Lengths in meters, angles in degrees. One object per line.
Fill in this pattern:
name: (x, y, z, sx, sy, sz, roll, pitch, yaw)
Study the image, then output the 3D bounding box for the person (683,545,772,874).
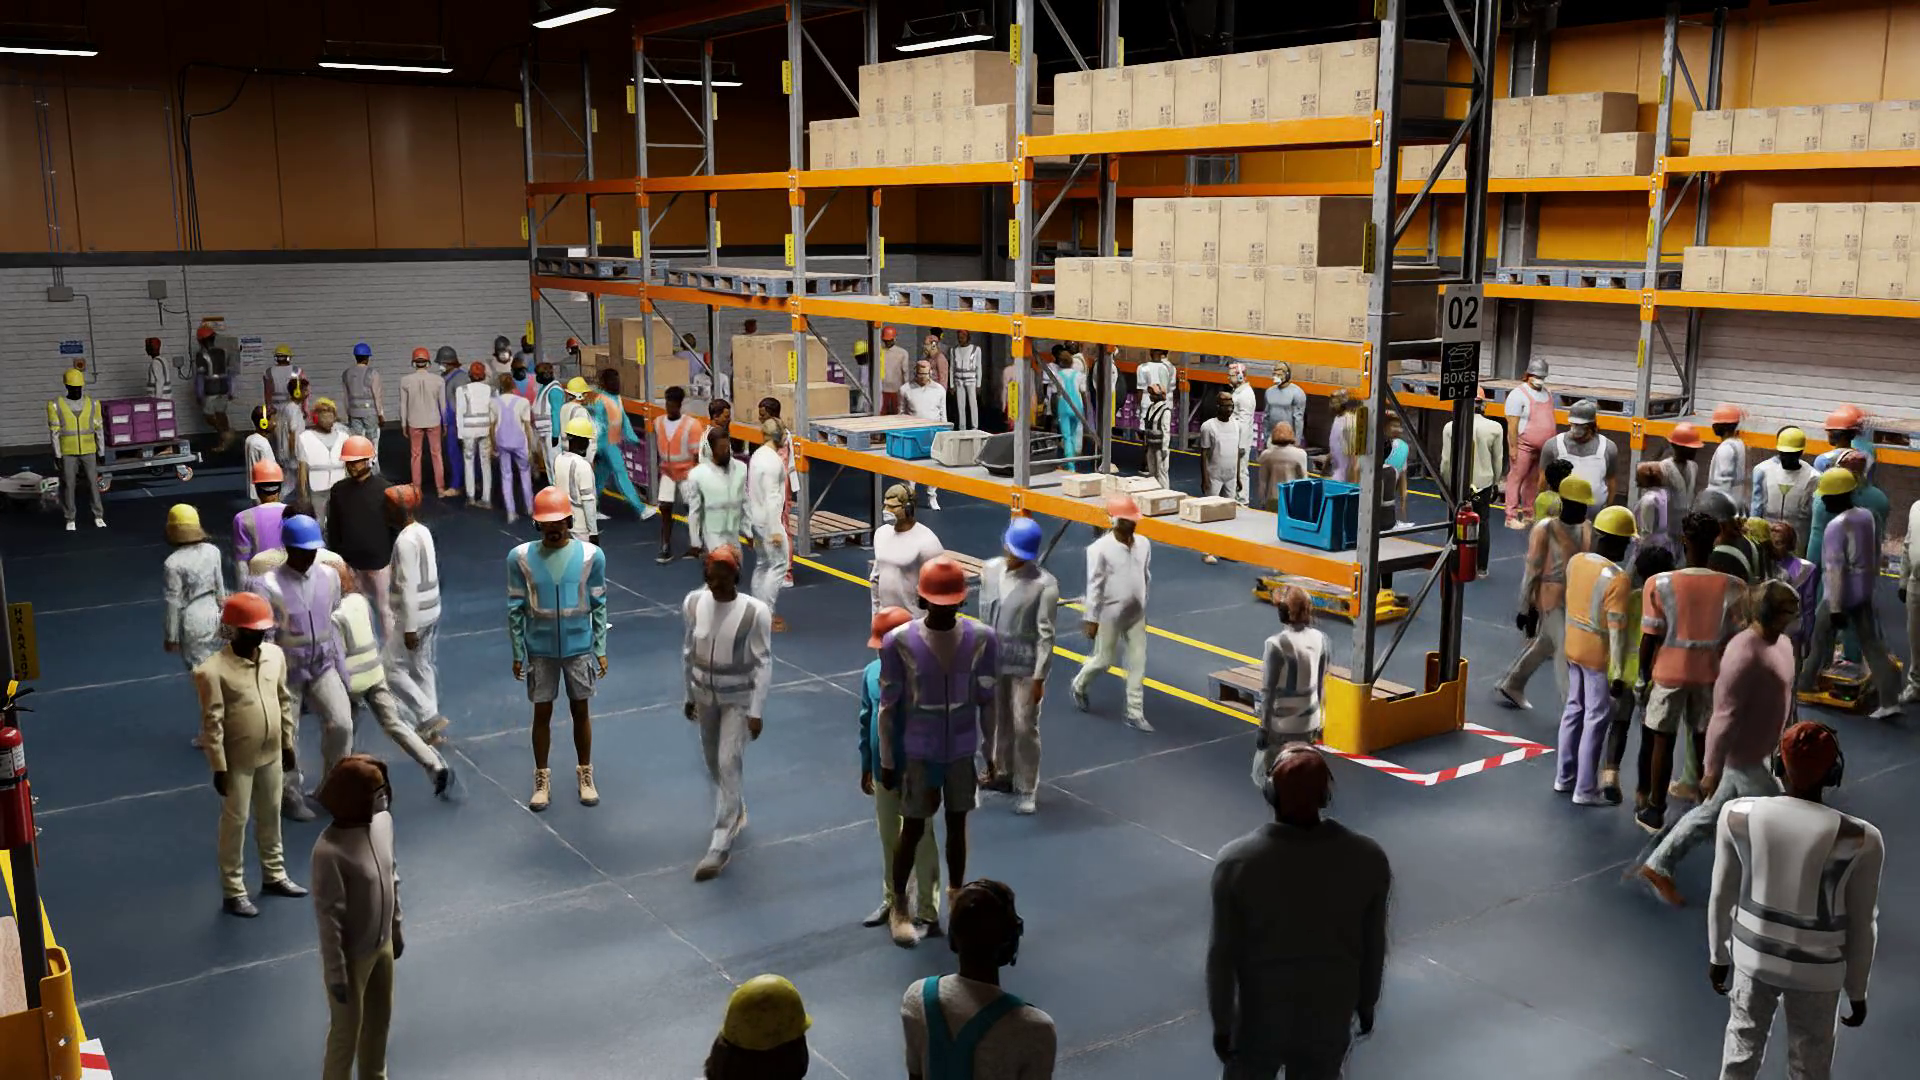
person: (-1.399, 0.945, 9.562, 0.613, 1.837, 0.829, 4, 12, 22)

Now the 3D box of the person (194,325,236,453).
person: (-11.520, -2.321, 25.794, 0.571, 2.021, 0.644, 5, 12, 25)

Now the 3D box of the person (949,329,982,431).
person: (0.086, -2.567, 27.420, 0.582, 1.879, 0.375, 5, 12, 25)

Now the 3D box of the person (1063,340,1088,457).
person: (1.753, -2.199, 25.653, 0.430, 1.837, 0.629, 1, 11, 4)

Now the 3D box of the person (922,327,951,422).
person: (-0.386, -2.687, 28.041, 0.512, 1.872, 0.328, 0, 11, 1)

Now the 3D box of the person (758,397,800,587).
person: (-1.824, -0.478, 16.655, 0.410, 1.908, 0.598, -4, 12, -18)

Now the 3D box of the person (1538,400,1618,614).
person: (5.680, -0.286, 15.315, 0.687, 2.000, 0.535, 3, 11, 14)

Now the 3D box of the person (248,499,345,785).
person: (-4.198, 0.690, 10.656, 0.607, 1.914, 0.386, -1, 11, -6)

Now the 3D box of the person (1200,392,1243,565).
person: (2.789, -0.662, 17.739, 0.514, 1.845, 0.338, -5, 12, -26)

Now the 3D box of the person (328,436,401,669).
person: (-4.683, 0.165, 13.124, 0.622, 1.993, 0.382, 2, 11, 8)

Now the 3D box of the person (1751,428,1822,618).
person: (7.042, -0.008, 14.212, 0.586, 1.920, 0.396, 10, 15, 40)

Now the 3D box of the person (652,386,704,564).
person: (-3.008, -0.694, 17.707, 0.630, 1.911, 0.896, 4, 12, 19)

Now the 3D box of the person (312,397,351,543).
person: (-7.000, -0.745, 18.575, 0.916, 1.690, 0.486, 8, 14, 37)

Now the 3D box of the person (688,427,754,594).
person: (-2.138, -0.070, 14.585, 0.738, 1.899, 0.598, 10, 15, 43)

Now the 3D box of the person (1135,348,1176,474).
person: (2.801, -1.915, 23.882, 0.598, 1.958, 0.371, -3, 11, -16)

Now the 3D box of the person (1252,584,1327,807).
person: (1.918, 1.060, 9.483, 0.526, 1.622, 0.442, -10, 15, -41)

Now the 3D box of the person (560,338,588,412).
person: (-6.213, -2.389, 26.840, 0.562, 1.743, 0.345, -11, 15, -43)

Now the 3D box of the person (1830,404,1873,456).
person: (8.242, -0.271, 15.425, 0.624, 1.980, 0.550, -6, 13, -30)

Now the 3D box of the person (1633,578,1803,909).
person: (4.042, 1.104, 8.611, 1.049, 1.898, 0.642, 9, 14, 39)

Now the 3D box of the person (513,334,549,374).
person: (-6.934, -2.440, 26.969, 0.618, 1.813, 0.842, 1, 11, 4)

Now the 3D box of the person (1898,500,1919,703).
person: (7.301, 0.349, 12.457, 0.402, 1.895, 0.653, -4, 12, -18)

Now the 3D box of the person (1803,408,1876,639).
person: (7.621, -0.131, 14.522, 0.616, 2.039, 0.384, -4, 12, -18)

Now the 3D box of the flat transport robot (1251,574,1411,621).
flat transport robot: (3.512, 0.516, 15.753, 0.652, 0.197, 1.431, -8, 14, -36)

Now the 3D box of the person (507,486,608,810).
person: (-2.503, 0.673, 10.405, 0.607, 2.044, 0.379, -3, 11, -15)

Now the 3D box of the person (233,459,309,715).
person: (-5.058, 0.365, 12.297, 0.548, 1.925, 0.392, -8, 13, -34)

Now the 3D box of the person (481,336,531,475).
person: (-6.414, -1.892, 23.537, 0.713, 2.000, 0.934, -5, 12, -25)

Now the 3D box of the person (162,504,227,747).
person: (-5.339, 0.606, 11.565, 0.468, 1.711, 0.506, 3, 11, 15)

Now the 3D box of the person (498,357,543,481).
person: (-5.907, -1.584, 22.560, 0.669, 1.814, 0.627, -3, 12, -17)

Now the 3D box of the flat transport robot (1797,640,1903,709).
flat transport robot: (6.895, 1.034, 13.105, 0.652, 0.197, 1.431, 10, 15, 41)

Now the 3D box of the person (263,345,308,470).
person: (-9.835, -1.936, 24.321, 0.589, 1.822, 0.403, -2, 11, -10)

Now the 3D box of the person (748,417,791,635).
person: (-1.702, -0.132, 14.834, 0.397, 1.921, 0.644, -4, 12, -19)

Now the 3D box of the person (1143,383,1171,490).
person: (2.463, -1.140, 20.739, 0.314, 1.632, 0.517, -5, 12, -22)

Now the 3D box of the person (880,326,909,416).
person: (-1.108, -2.372, 26.135, 0.610, 1.986, 0.392, 2, 11, 8)

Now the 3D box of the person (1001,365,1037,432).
person: (0.888, -2.091, 25.341, 0.530, 1.739, 0.398, -6, 12, -27)

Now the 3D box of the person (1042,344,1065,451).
person: (1.533, -2.229, 26.141, 0.534, 1.697, 0.322, -5, 12, -22)

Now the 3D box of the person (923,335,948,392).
person: (-0.424, -2.161, 25.259, 0.401, 1.906, 0.649, -5, 12, -23)

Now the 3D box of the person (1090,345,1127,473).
person: (2.156, -2.000, 24.086, 0.535, 2.000, 0.680, 0, 11, -1)

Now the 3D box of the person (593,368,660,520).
person: (-4.137, -1.149, 20.174, 1.004, 1.865, 0.600, 1, 11, 3)

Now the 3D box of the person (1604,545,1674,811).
person: (4.224, 0.869, 10.309, 0.553, 1.682, 0.402, 7, 13, 33)

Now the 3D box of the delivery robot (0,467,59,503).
delivery robot: (-11.718, -0.676, 20.886, 0.707, 0.478, 0.477, 1, 11, 6)

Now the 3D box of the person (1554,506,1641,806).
person: (4.017, 0.727, 10.465, 0.394, 1.913, 0.591, -2, 11, -12)

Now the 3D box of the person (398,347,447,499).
person: (-7.033, -1.533, 21.848, 0.620, 1.986, 0.409, -3, 12, -17)

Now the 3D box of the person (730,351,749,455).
person: (-3.440, -2.130, 25.797, 0.284, 1.633, 0.500, -6, 12, -27)

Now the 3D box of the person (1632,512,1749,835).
person: (4.344, 0.804, 9.927, 0.610, 1.965, 0.363, 2, 11, 9)

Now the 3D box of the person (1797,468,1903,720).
person: (6.568, 0.400, 12.294, 0.604, 1.871, 0.974, -6, 13, -30)

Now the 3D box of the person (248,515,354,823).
person: (-3.946, 0.804, 10.052, 0.705, 1.922, 0.635, 9, 14, 39)
